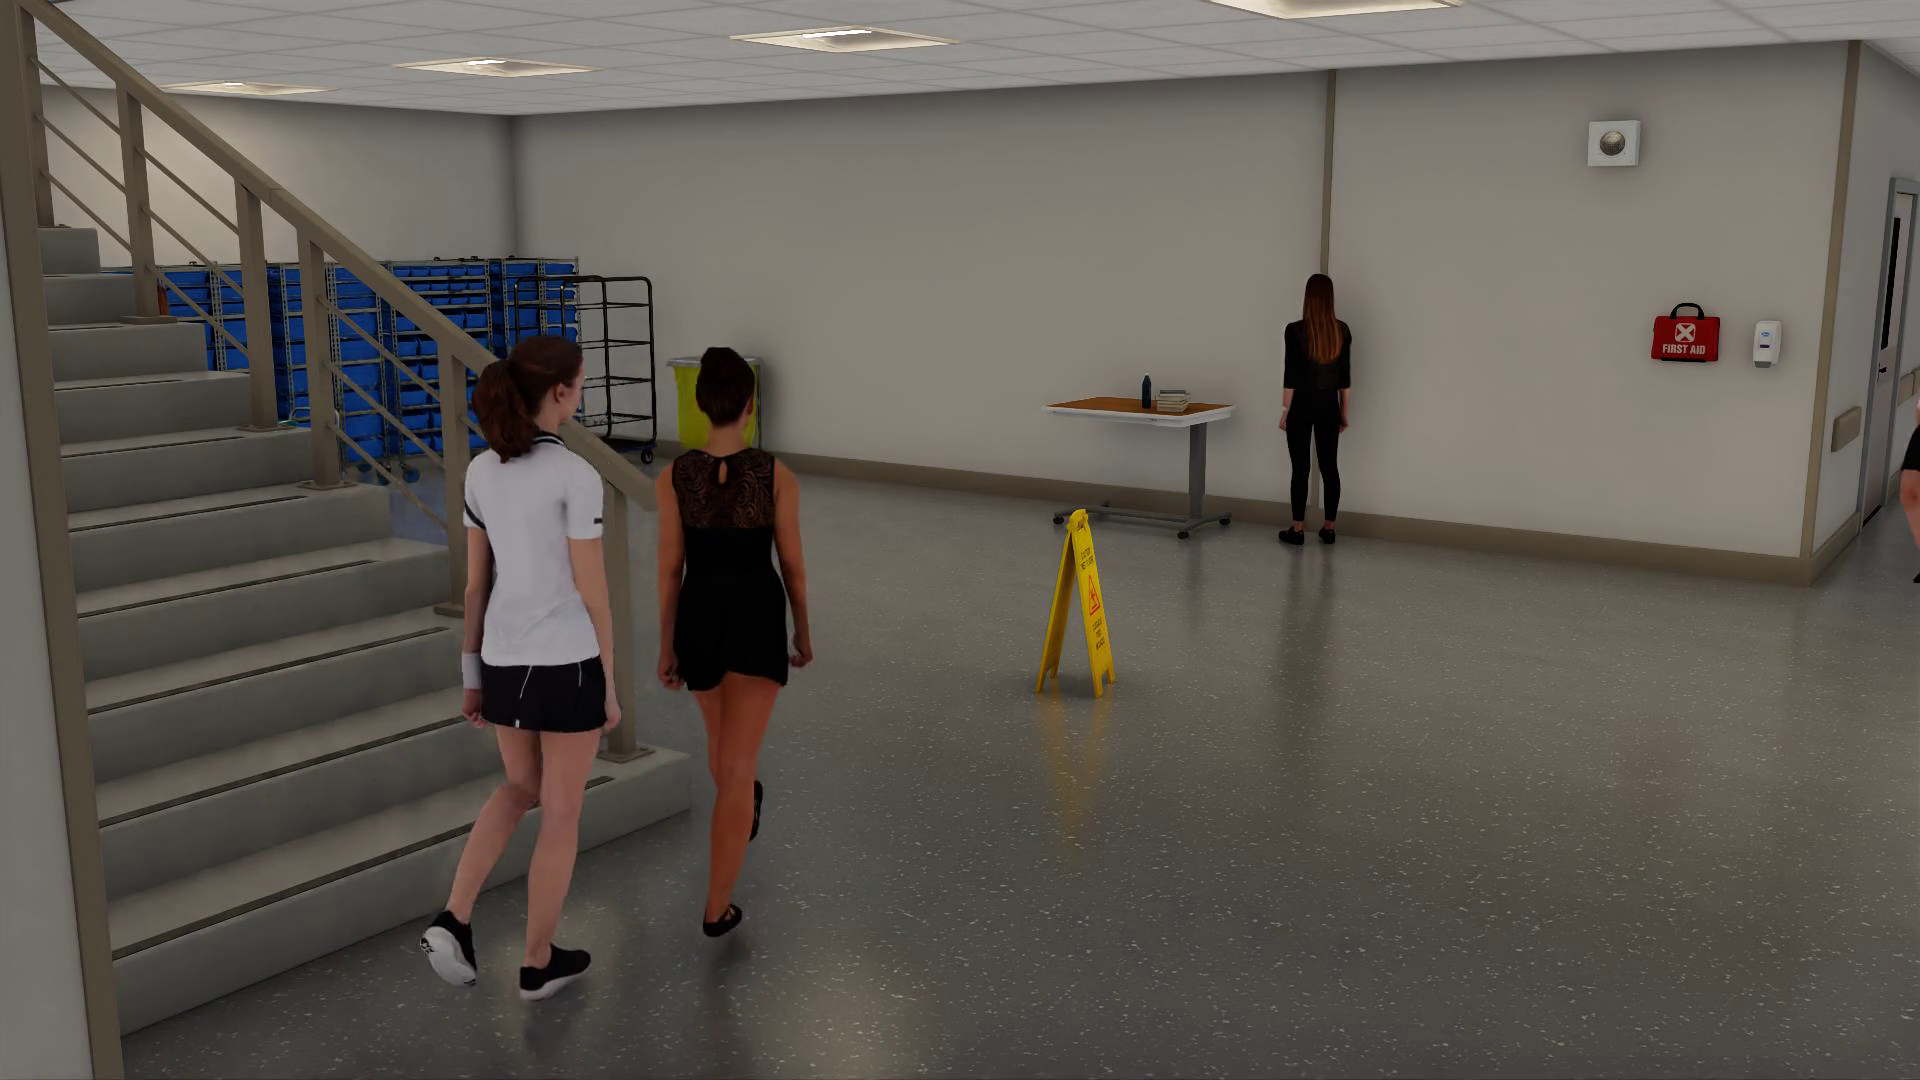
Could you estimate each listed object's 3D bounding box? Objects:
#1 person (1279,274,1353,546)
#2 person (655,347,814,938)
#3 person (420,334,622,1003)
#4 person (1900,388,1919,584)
[{"bbox_3d":[2.261,-0.833,10.597,0.669,1.713,0.735,-2,11,-8],"label":"person"},{"bbox_3d":[-0.668,0.325,4.739,1.163,1.622,1.032,1,11,4],"label":"person"},{"bbox_3d":[-1.097,0.375,4.170,0.781,1.734,0.737,4,11,19],"label":"person"},{"bbox_3d":[5.469,-0.510,9.117,0.747,1.629,0.663,-6,12,-27],"label":"person"}]
